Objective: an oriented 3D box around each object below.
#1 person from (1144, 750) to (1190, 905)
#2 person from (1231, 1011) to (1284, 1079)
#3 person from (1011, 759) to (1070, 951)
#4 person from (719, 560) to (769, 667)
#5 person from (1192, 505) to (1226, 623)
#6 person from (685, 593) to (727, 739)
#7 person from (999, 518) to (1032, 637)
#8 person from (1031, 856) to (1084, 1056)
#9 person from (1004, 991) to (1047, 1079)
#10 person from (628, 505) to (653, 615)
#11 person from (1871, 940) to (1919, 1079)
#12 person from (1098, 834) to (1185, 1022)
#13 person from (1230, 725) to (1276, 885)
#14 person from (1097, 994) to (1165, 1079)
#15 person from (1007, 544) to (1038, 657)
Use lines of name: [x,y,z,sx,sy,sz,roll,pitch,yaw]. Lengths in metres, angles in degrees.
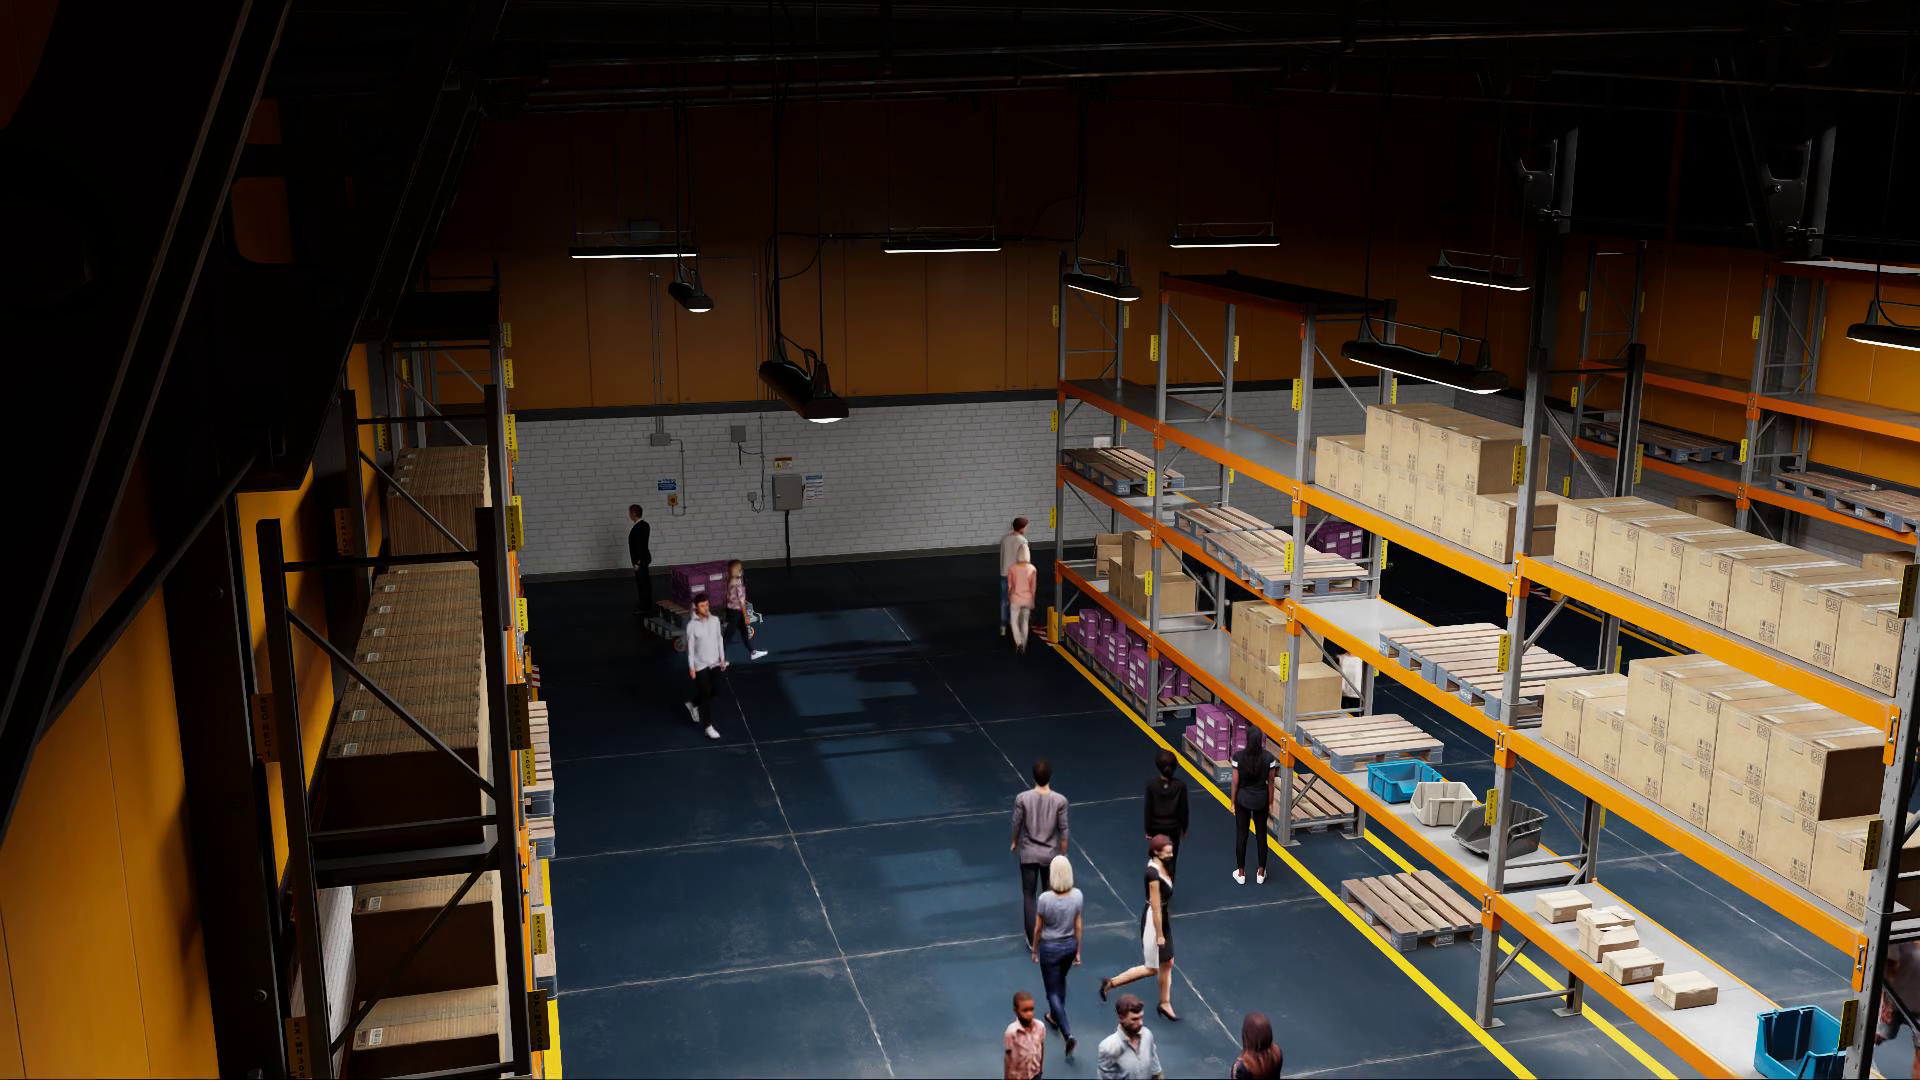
person: [2.071,2.947,16.760,0.882,1.642,1.168,2,14,7]
person: [2.098,4.123,11.974,0.667,1.608,0.652,-9,16,-34]
person: [0.762,3.046,15.972,0.870,1.820,1.131,-1,14,-2]
person: [-3.380,1.112,24.454,0.831,1.586,1.122,-7,15,-28]
person: [4.002,0.436,26.554,0.793,1.913,1.228,-6,15,-23]
person: [-3.376,1.604,21.737,1.170,1.909,1.022,13,19,42]
person: [0.790,0.599,26.035,1.092,1.839,1.231,4,14,17]
person: [0.865,3.544,14.177,0.624,1.696,1.058,-5,14,-19]
person: [0.467,4.081,12.868,0.509,1.269,0.891,-4,14,-15]
person: [-5.241,0.297,27.339,0.825,1.812,0.678,2,14,7]
person: [7.596,3.670,13.417,0.877,1.810,1.302,-1,14,-2]
person: [1.625,3.415,14.542,0.943,1.776,1.017,2,14,10]
person: [3.055,2.751,17.384,0.681,1.728,0.676,1,14,2]
person: [1.110,4.043,11.873,0.993,1.811,1.212,-12,18,-42]
person: [0.919,0.928,24.957,0.688,1.708,0.944,-1,14,-4]
